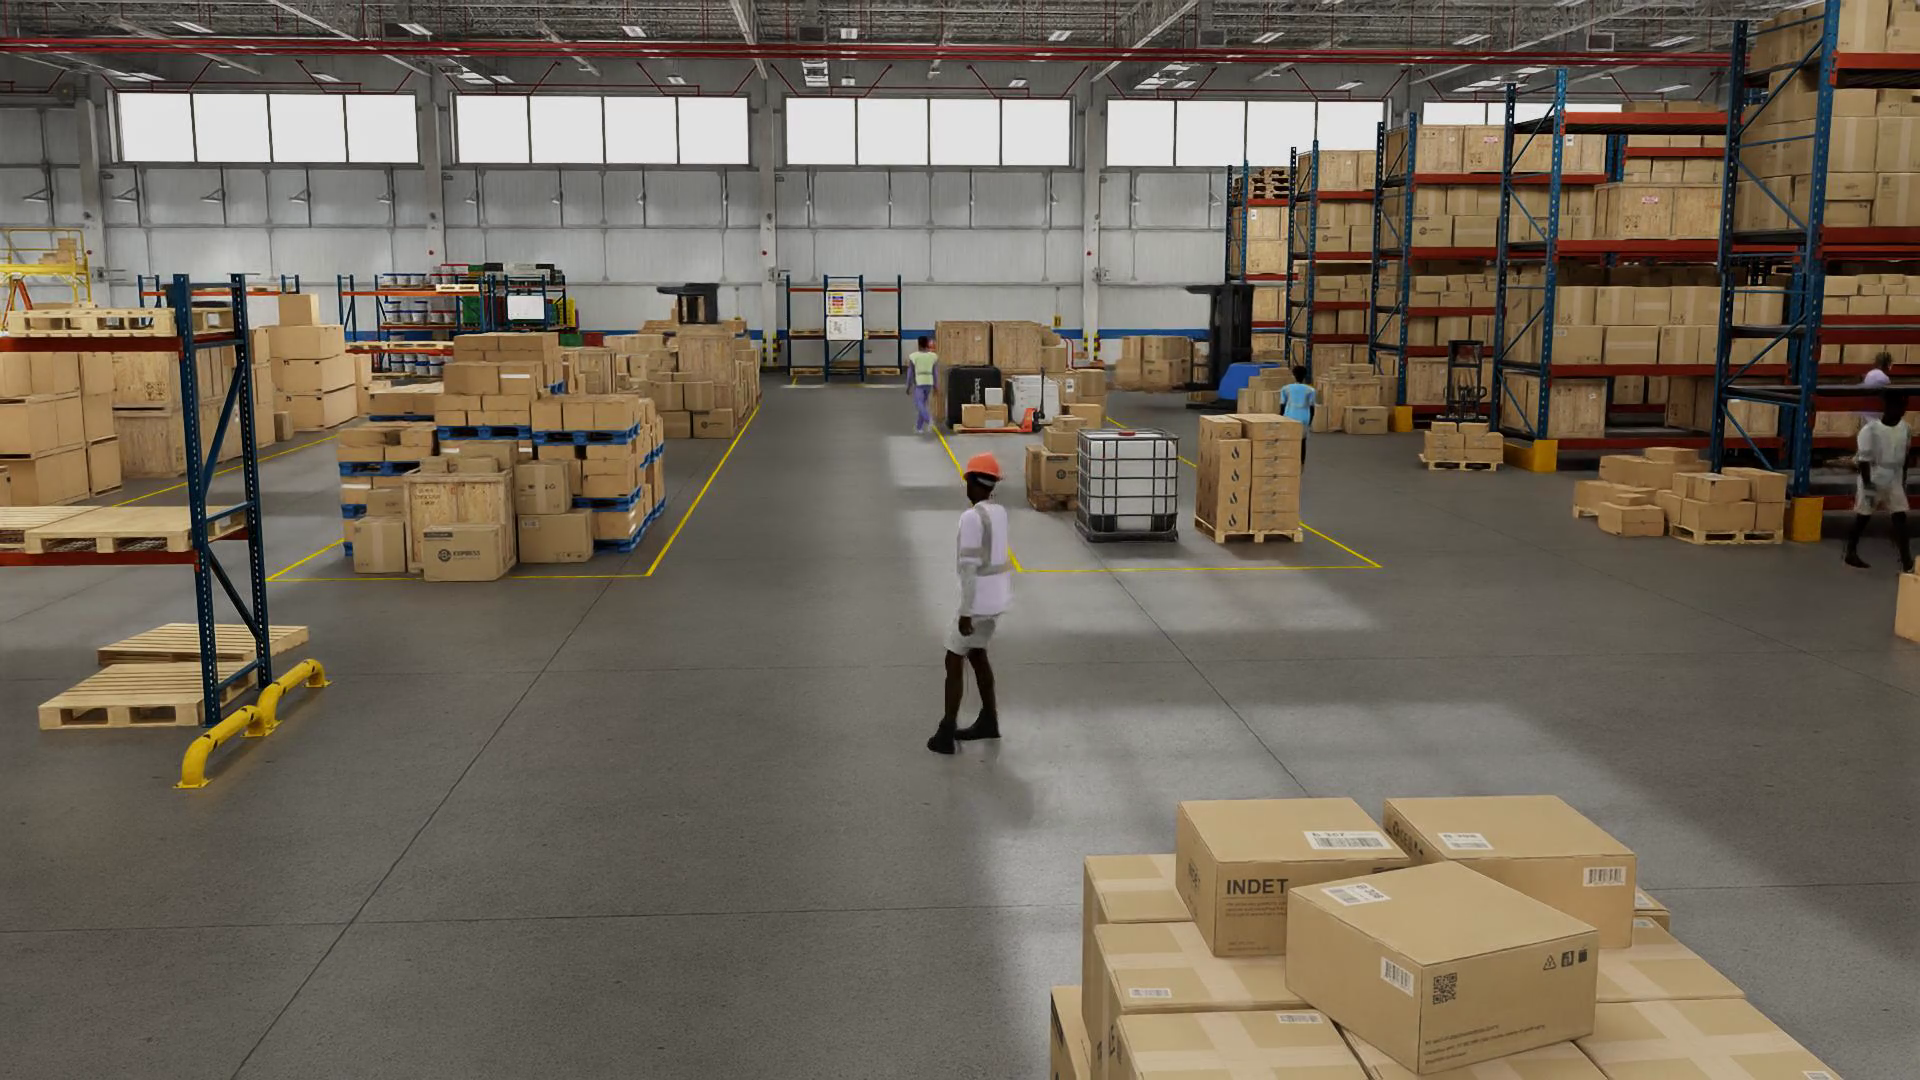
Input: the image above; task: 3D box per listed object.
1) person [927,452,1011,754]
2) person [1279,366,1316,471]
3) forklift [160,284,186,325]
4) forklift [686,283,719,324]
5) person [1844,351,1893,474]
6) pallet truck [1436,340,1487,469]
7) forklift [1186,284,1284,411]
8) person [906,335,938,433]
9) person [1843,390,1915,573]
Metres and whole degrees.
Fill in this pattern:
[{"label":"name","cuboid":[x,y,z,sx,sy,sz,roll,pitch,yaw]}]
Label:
[{"label":"person","cuboid":[0.080,0.400,10.615,0.412,1.897,0.660,4,10,26]},{"label":"person","cuboid":[5.139,-1.823,25.340,0.546,1.651,0.894,2,9,12]},{"label":"forklift","cuboid":[-17.699,-4.394,37.621,1.873,2.768,1.129,-6,11,-32]},{"label":"forklift","cuboid":[-6.482,-5.100,42.051,1.129,2.768,1.873,8,12,42]},{"label":"person","cuboid":[13.274,-1.788,24.243,0.535,1.927,0.631,1,9,8]},{"label":"pallet truck","cuboid":[8.004,-2.170,26.422,0.823,1.965,1.885,2,9,14]},{"label":"forklift","cuboid":[6.115,-4.245,36.687,1.873,2.768,1.129,8,12,40]},{"label":"person","cuboid":[-0.679,-2.958,31.721,0.603,1.885,0.812,-5,10,-28]},{"label":"person","cuboid":[9.308,-0.569,16.686,0.659,1.887,1.054,-1,9,-8]}]
